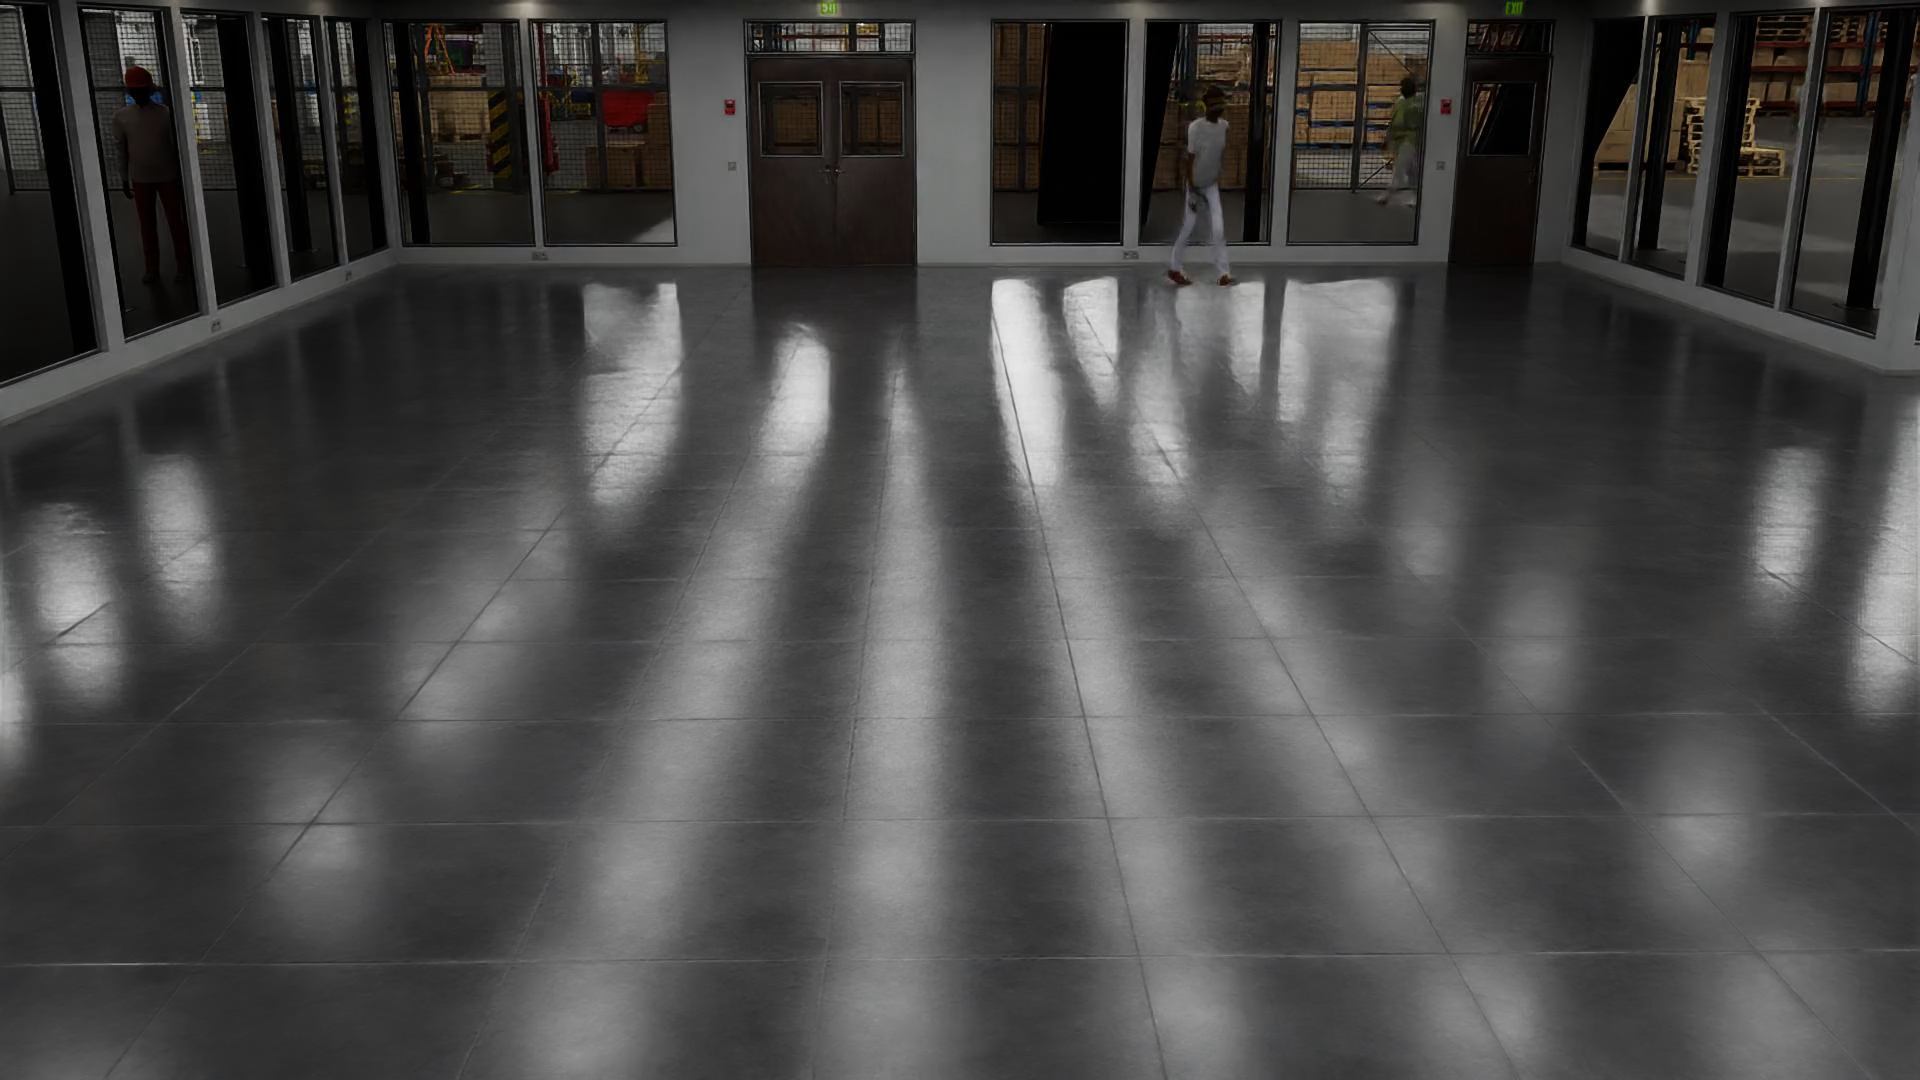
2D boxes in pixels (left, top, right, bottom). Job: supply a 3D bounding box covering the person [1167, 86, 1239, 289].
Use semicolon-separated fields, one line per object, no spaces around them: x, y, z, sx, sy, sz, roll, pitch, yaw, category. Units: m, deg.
2.250;-3.192;15.134;0.552;1.814;0.979;-10;19;-30;person
